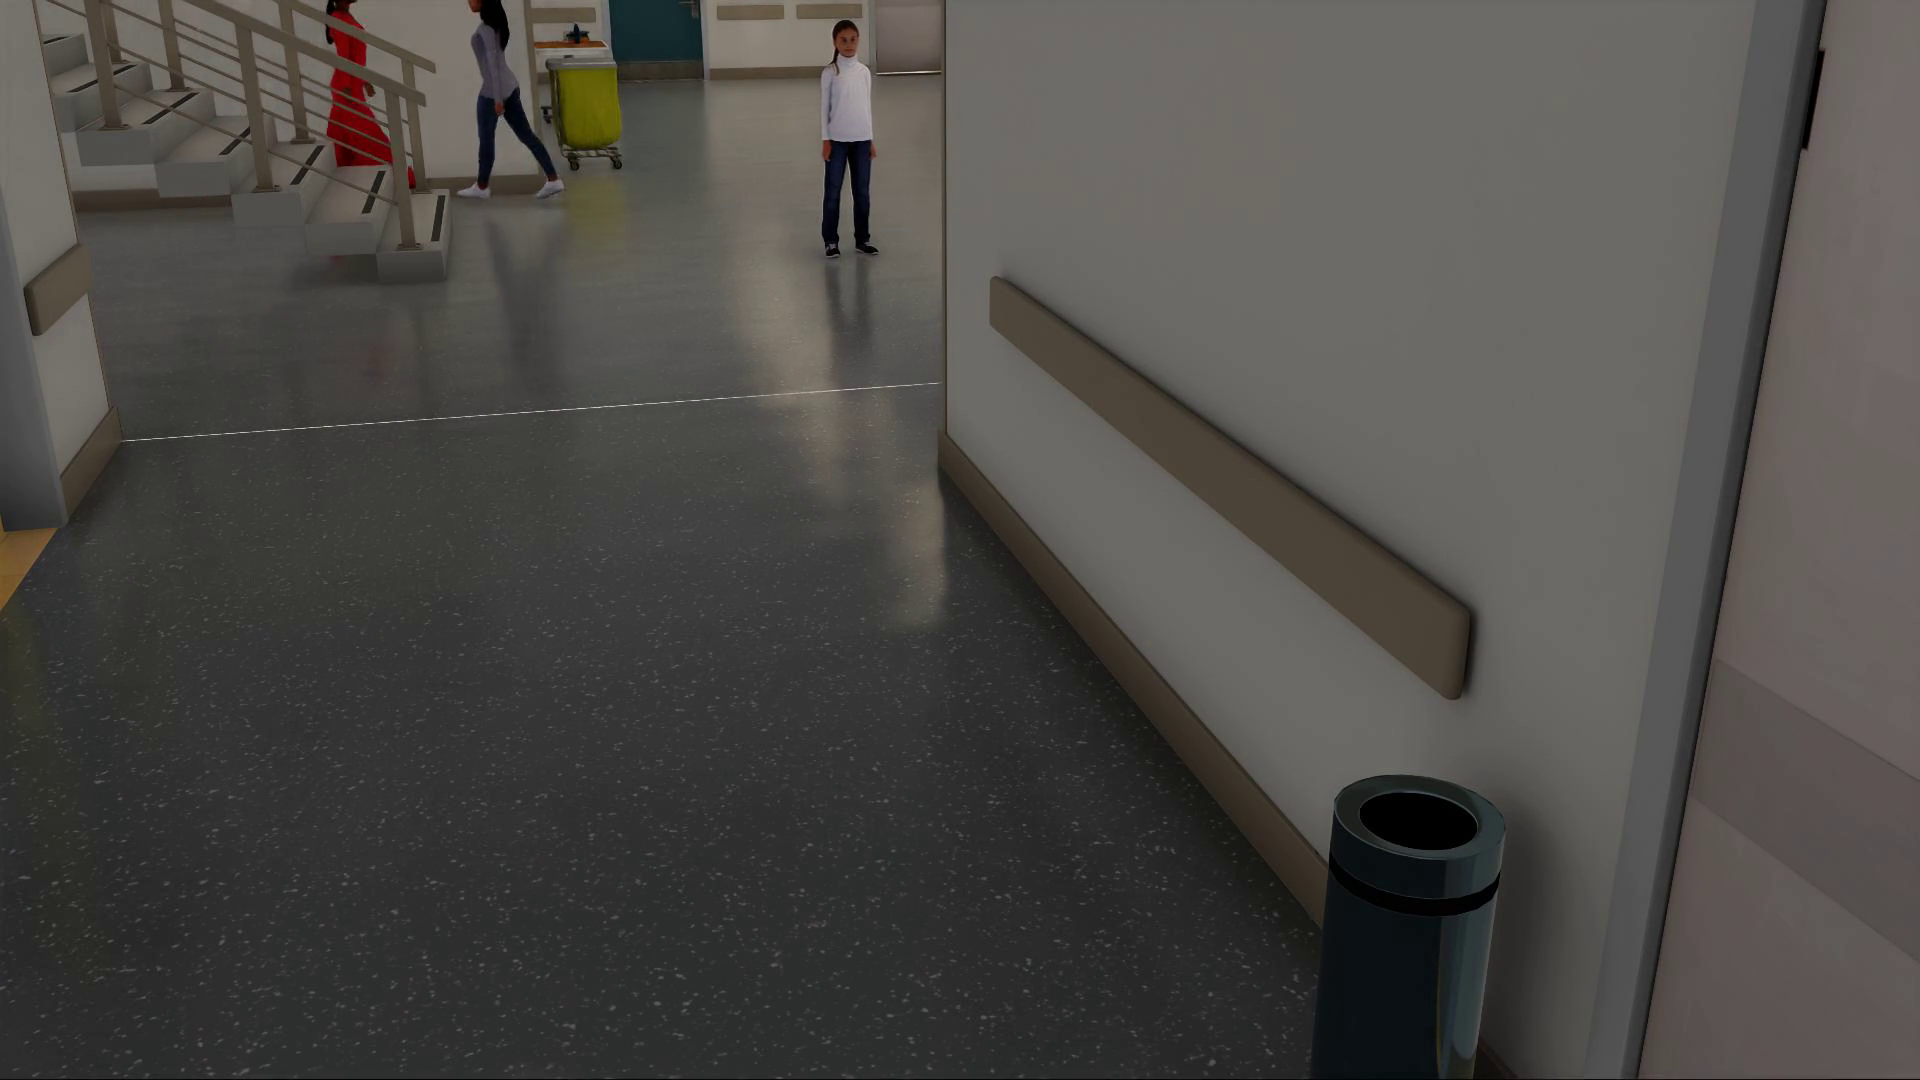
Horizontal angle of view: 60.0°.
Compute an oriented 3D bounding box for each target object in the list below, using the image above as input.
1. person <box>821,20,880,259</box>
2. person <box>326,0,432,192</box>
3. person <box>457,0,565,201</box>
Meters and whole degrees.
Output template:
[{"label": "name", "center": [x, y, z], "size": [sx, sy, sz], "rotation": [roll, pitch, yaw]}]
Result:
[{"label": "person", "center": [-0.753, -2.701, 11.220], "size": [0.483, 1.558, 0.620], "rotation": [-8, 22, -21]}, {"label": "person", "center": [-4.835, -3.453, 12.946], "size": [1.124, 1.742, 0.671], "rotation": [-7, 22, -18]}, {"label": "person", "center": [-3.534, -3.505, 13.158], "size": [1.234, 1.688, 0.926], "rotation": [3, 21, 7]}]
